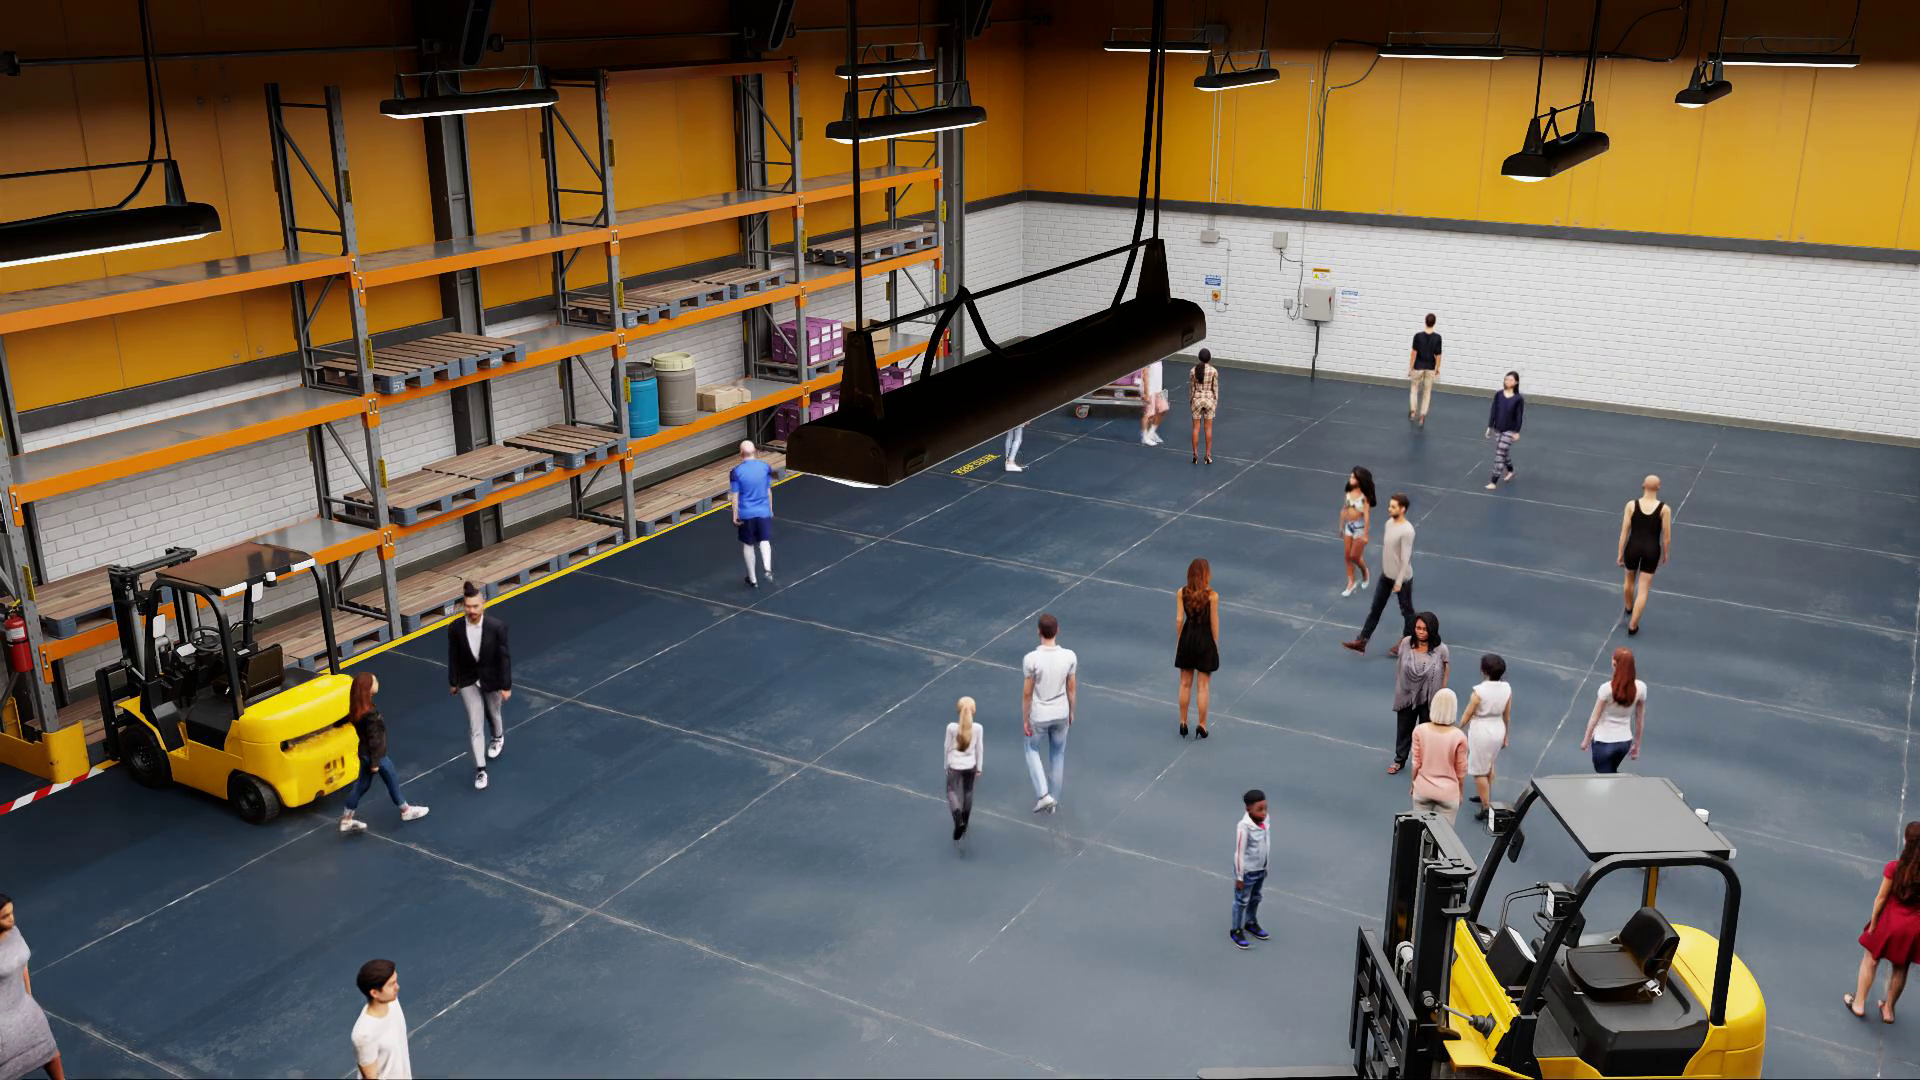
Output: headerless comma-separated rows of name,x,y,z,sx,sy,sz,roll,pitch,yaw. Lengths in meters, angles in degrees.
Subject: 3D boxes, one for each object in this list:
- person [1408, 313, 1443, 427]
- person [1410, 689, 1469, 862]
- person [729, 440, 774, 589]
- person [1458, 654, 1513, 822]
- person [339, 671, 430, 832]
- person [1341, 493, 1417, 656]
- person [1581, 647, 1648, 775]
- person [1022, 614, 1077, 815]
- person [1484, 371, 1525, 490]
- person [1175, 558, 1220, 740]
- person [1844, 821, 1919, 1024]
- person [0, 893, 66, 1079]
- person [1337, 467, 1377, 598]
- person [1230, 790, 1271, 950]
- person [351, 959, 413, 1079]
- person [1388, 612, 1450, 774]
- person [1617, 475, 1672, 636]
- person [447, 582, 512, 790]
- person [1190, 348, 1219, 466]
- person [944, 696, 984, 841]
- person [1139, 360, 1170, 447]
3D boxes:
person,7.636,-2.776,27.323,0.858,1.837,0.990,3,19,10
person,3.819,1.995,13.332,0.614,1.724,0.533,9,21,24
person,-2.449,-0.287,19.943,0.869,1.830,0.927,-7,20,-21
person,4.583,1.741,14.394,0.769,1.529,0.821,-6,19,-16
person,-5.101,1.841,14.223,1.030,1.449,0.758,-16,24,-39
person,4.782,0.397,17.909,1.196,1.832,1.073,-8,20,-23
person,5.545,1.770,14.008,0.769,1.721,0.835,-4,19,-11
person,0.794,1.570,14.416,0.882,1.839,0.946,-4,19,-12
person,7.924,-1.605,24.070,1.169,1.694,0.855,-15,24,-38
person,2.271,1.045,15.981,0.607,1.835,0.558,8,20,22
person,6.565,2.685,11.561,0.653,1.548,0.700,4,19,13
person,-5.931,2.980,10.354,0.881,1.759,0.712,4,19,11
person,4.752,-0.096,19.716,0.769,1.613,0.709,-11,22,-30
person,2.220,2.467,12.658,0.513,1.260,0.608,-14,23,-36
person,-3.372,3.216,9.719,0.751,1.717,0.623,1,19,2
person,4.228,1.404,15.267,0.612,1.610,0.628,10,21,28
person,7.616,0.199,18.584,0.663,1.777,1.065,10,21,28
person,-4.389,1.245,15.289,1.233,1.897,1.347,-2,19,-7
person,3.680,-2.023,25.157,0.640,1.793,0.633,5,19,14
person,0.022,1.957,14.164,0.718,1.267,0.814,-2,19,-6
person,2.947,-2.366,26.204,0.763,1.773,0.633,14,23,35
